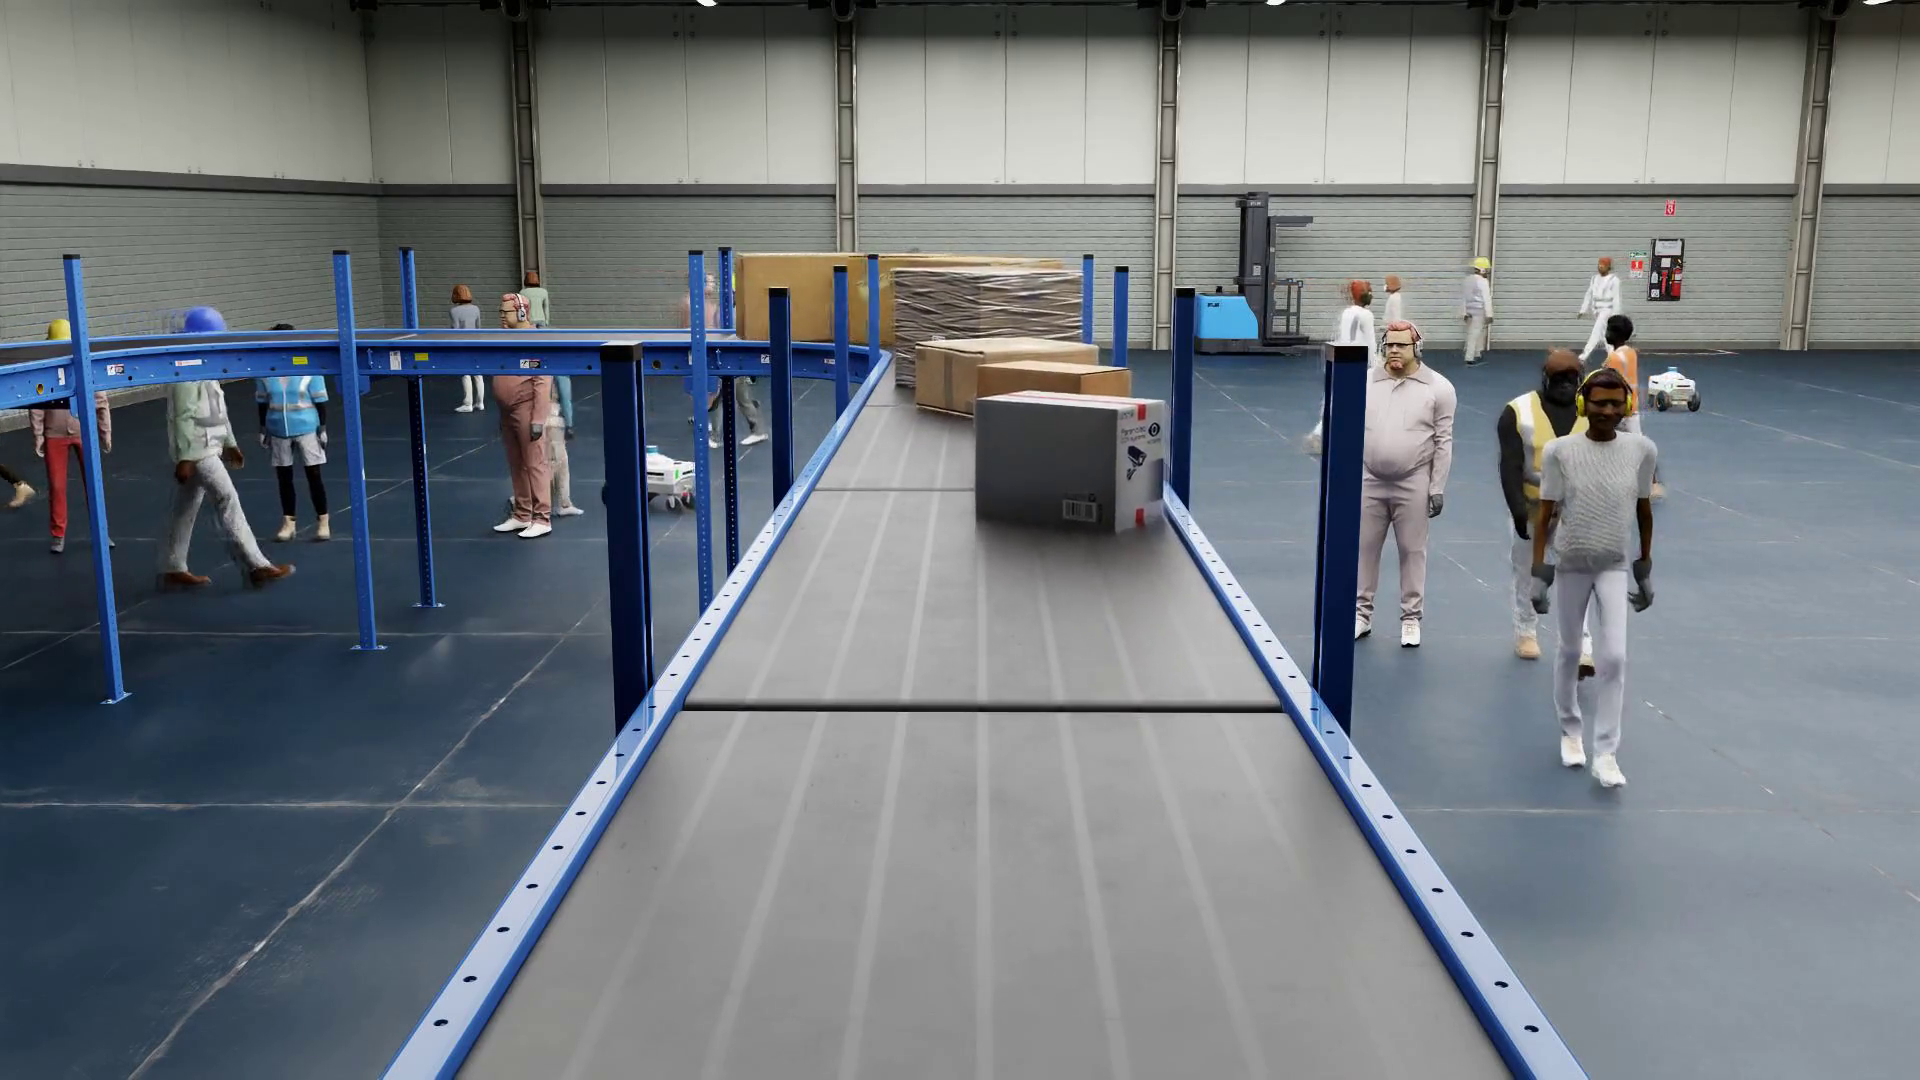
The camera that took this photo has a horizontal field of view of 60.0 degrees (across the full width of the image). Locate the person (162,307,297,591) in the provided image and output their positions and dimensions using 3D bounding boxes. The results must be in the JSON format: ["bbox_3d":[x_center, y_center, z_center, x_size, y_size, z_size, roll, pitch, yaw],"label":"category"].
[{"bbox_3d":[-4.993,-0.607,11.210,0.952,1.896,0.618,-4,12,-22],"label":"person"}]

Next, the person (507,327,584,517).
[{"bbox_3d":[-3.435,-0.942,13.707,0.724,1.615,0.522,-10,15,-41],"label":"person"}]

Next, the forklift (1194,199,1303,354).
[{"bbox_3d":[5.313,-4.851,30.603,1.873,2.768,1.129,0,11,1],"label":"forklift"}]

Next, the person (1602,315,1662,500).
[{"bbox_3d":[5.828,-1.163,14.718,0.887,1.652,0.531,10,15,42],"label":"person"}]

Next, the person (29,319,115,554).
[{"bbox_3d":[-6.662,-0.777,12.476,0.534,1.756,0.372,-6,12,-27],"label":"person"}]

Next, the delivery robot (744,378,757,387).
[{"bbox_3d":[-2.998,-2.126,21.681,0.698,0.223,0.335,4,12,20],"label":"delivery robot"}]

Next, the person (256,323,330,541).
[{"bbox_3d":[-5.184,-0.838,12.942,0.540,1.691,0.315,-1,11,-4],"label":"person"}]

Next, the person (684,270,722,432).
[{"bbox_3d":[-2.942,-2.192,19.389,0.445,1.889,0.649,1,11,5],"label":"person"}]

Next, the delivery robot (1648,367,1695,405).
[{"bbox_3d":[9.336,-2.024,21.827,0.477,0.478,0.707,0,11,-2],"label":"delivery robot"}]

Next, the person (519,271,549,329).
[{"bbox_3d":[-6.825,-3.482,26.668,0.501,1.633,0.282,-9,14,-39],"label":"person"}]

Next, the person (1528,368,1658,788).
[{"bbox_3d":[2.819,0.167,7.368,0.564,1.840,0.797,2,11,12],"label":"person"}]

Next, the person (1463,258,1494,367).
[{"bbox_3d":[8.791,-3.829,27.982,0.615,1.808,0.611,-2,11,-8],"label":"person"}]

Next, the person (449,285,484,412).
[{"bbox_3d":[-6.388,-2.477,21.502,0.286,1.634,0.500,6,13,29],"label":"person"}]

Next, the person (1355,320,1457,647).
[{"bbox_3d":[2.548,-0.333,9.784,0.643,1.909,0.410,5,12,26],"label":"person"}]

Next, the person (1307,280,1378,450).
[{"bbox_3d":[4.168,-1.849,17.755,0.949,1.851,0.571,-2,11,-9],"label":"person"}]

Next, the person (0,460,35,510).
[{"bbox_3d":[-8.348,-1.040,14.047,0.817,1.668,0.537,-10,15,-43],"label":"person"}]

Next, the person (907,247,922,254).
[{"bbox_3d":[-0.817,-3.961,28.193,1.011,2.000,0.678,-10,15,-43],"label":"person"}]

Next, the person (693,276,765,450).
[{"bbox_3d":[-2.516,-1.935,18.106,1.002,1.873,0.594,-9,14,-37],"label":"person"}]

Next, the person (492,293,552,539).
[{"bbox_3d":[-3.466,-0.980,13.107,0.409,1.909,0.640,-10,15,-42],"label":"person"}]

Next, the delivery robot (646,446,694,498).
[{"bbox_3d":[-2.661,-0.572,14.364,0.707,0.478,0.477,4,12,19],"label":"delivery robot"}]

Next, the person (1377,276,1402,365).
[{"bbox_3d":[6.515,-3.230,25.451,0.814,1.594,0.521,2,11,12],"label":"person"}]

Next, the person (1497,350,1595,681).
[{"bbox_3d":[3.268,-0.152,9.160,0.627,1.782,0.999,2,11,9],"label":"person"}]

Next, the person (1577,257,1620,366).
[{"bbox_3d":[10.617,-3.780,27.684,1.032,1.817,0.586,-3,11,-15],"label":"person"}]
